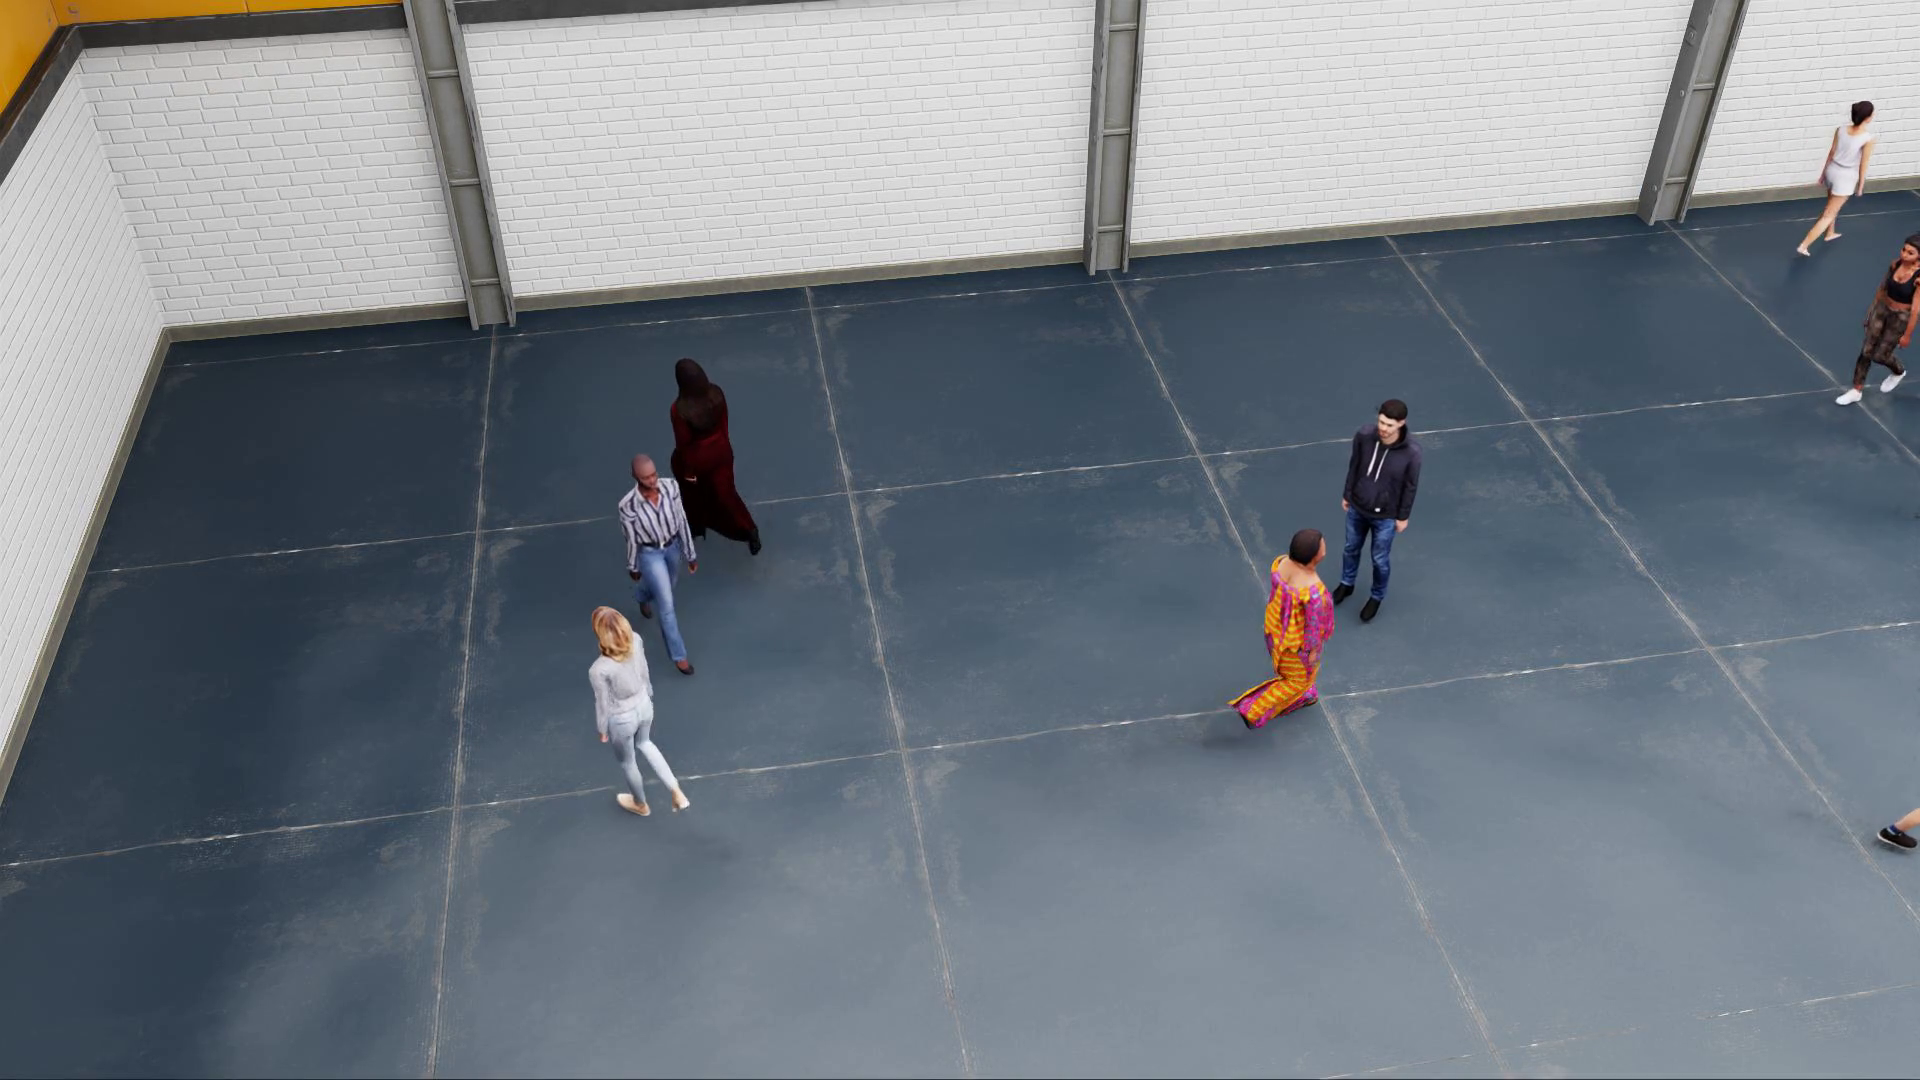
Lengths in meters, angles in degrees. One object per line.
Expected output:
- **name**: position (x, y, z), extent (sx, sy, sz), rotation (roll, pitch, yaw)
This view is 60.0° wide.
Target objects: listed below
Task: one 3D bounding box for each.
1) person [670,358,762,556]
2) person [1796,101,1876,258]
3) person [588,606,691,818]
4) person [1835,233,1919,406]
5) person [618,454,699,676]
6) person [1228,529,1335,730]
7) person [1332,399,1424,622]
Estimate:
- **person**: position (-1.875, -0.575, 12.587), extent (1.084, 1.729, 1.084), rotation (31, 48, 33)
- **person**: position (8.647, -3.529, 16.414), extent (1.096, 1.569, 0.777), rotation (-16, 41, -20)
- **person**: position (-2.007, 1.142, 10.392), extent (0.949, 1.785, 0.886), rotation (23, 44, 26)
- **person**: position (8.046, -1.874, 14.251), extent (0.858, 1.682, 0.678), rotation (-9, 39, -11)
- **person**: position (-2.172, 0.082, 11.738), extent (1.100, 1.761, 1.059), rotation (-32, 48, -33)
- **person**: position (2.201, 0.613, 11.157), extent (1.070, 1.657, 0.791), rotation (-16, 41, -19)
- **person**: position (3.029, -0.256, 12.062), extent (0.762, 1.886, 0.797), rotation (28, 46, 30)
